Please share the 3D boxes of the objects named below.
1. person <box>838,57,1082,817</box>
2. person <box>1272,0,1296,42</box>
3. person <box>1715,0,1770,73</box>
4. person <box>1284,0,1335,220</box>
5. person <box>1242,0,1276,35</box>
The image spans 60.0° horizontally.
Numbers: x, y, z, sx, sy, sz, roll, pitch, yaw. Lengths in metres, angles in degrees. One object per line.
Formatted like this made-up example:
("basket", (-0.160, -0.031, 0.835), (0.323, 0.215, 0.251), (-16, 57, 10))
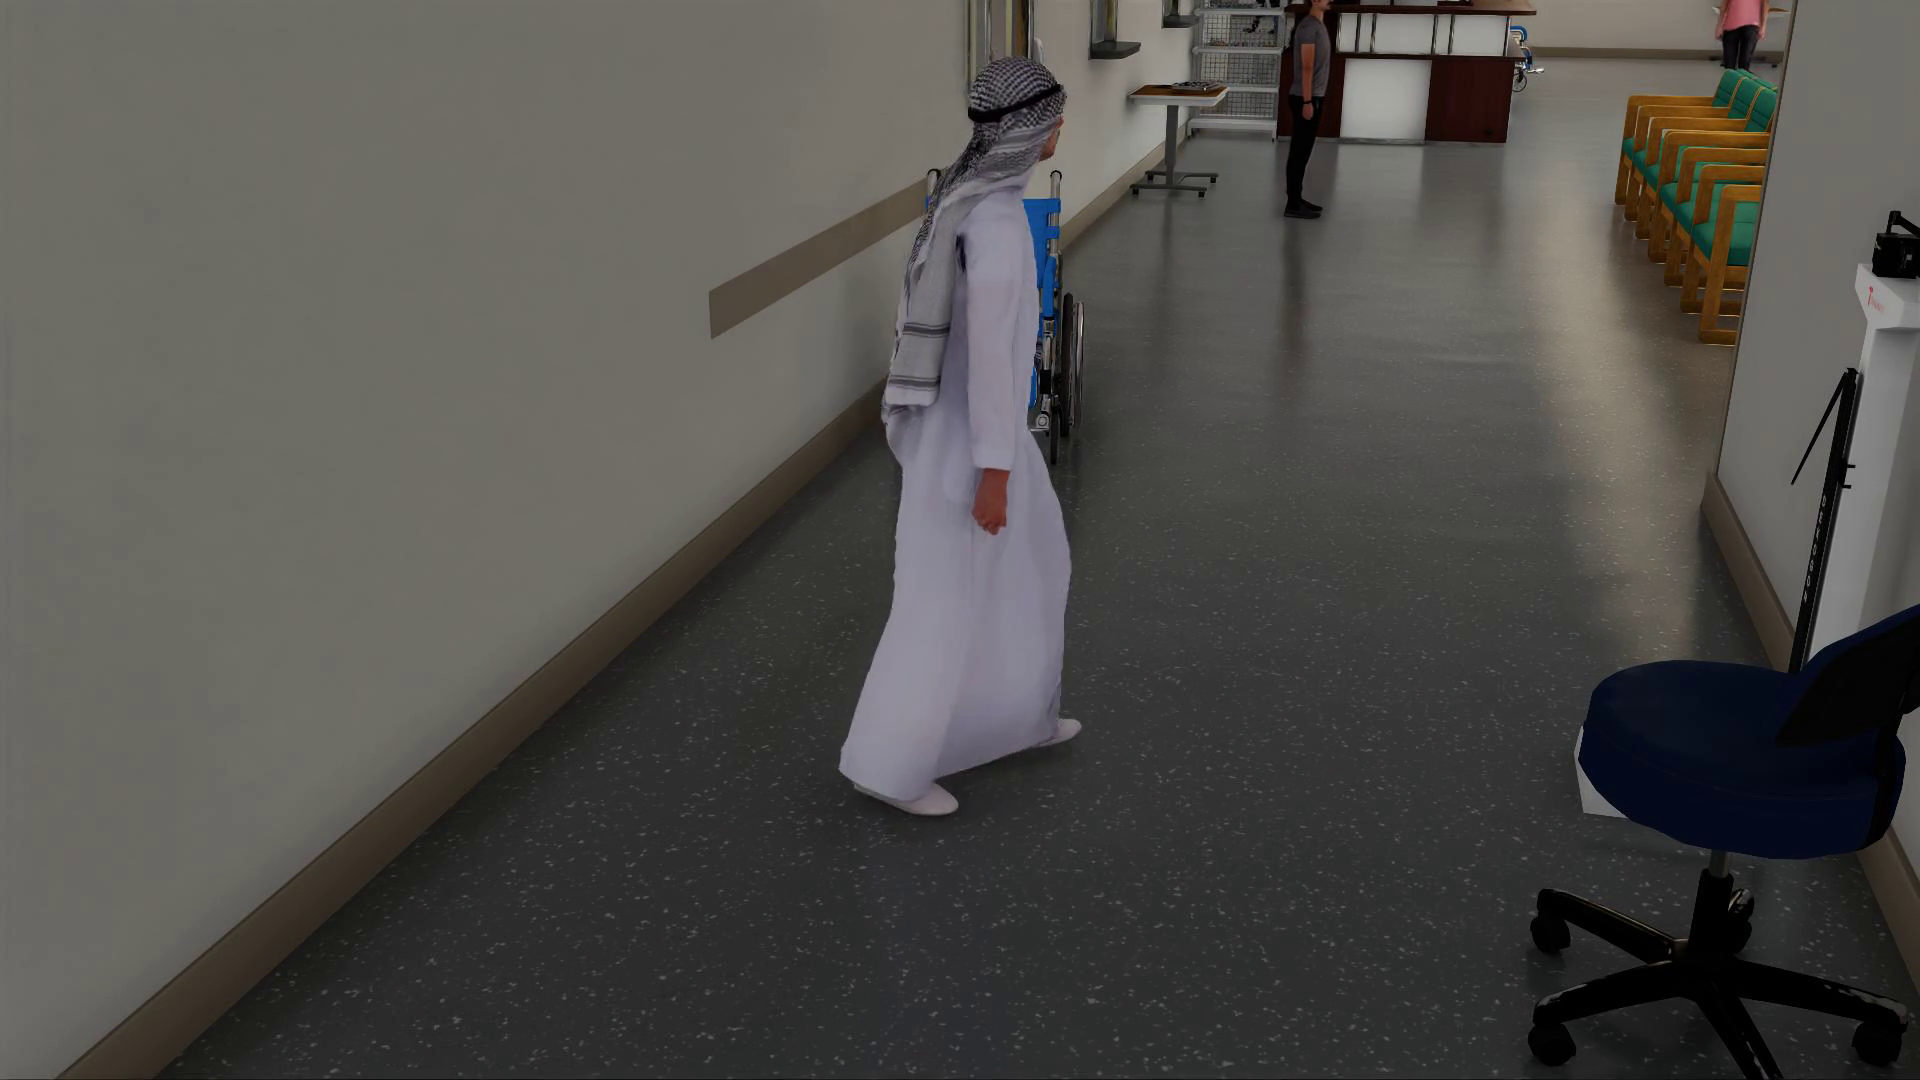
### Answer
("person", (-0.035, -0.233, 4.242), (1.071, 1.890, 0.957), (1, 21, 3))
("person", (5.575, -9.473, 28.955), (0.731, 1.666, 0.797), (13, 24, 30))
("person", (8.909, -5.816, 18.927), (1.052, 1.928, 0.895), (12, 24, 28))
("person", (2.671, -3.394, 12.779), (0.537, 1.754, 0.614), (6, 22, 16))
("person", (5.909, -10.420, 31.243), (1.088, 1.816, 1.004), (-9, 23, -24))
